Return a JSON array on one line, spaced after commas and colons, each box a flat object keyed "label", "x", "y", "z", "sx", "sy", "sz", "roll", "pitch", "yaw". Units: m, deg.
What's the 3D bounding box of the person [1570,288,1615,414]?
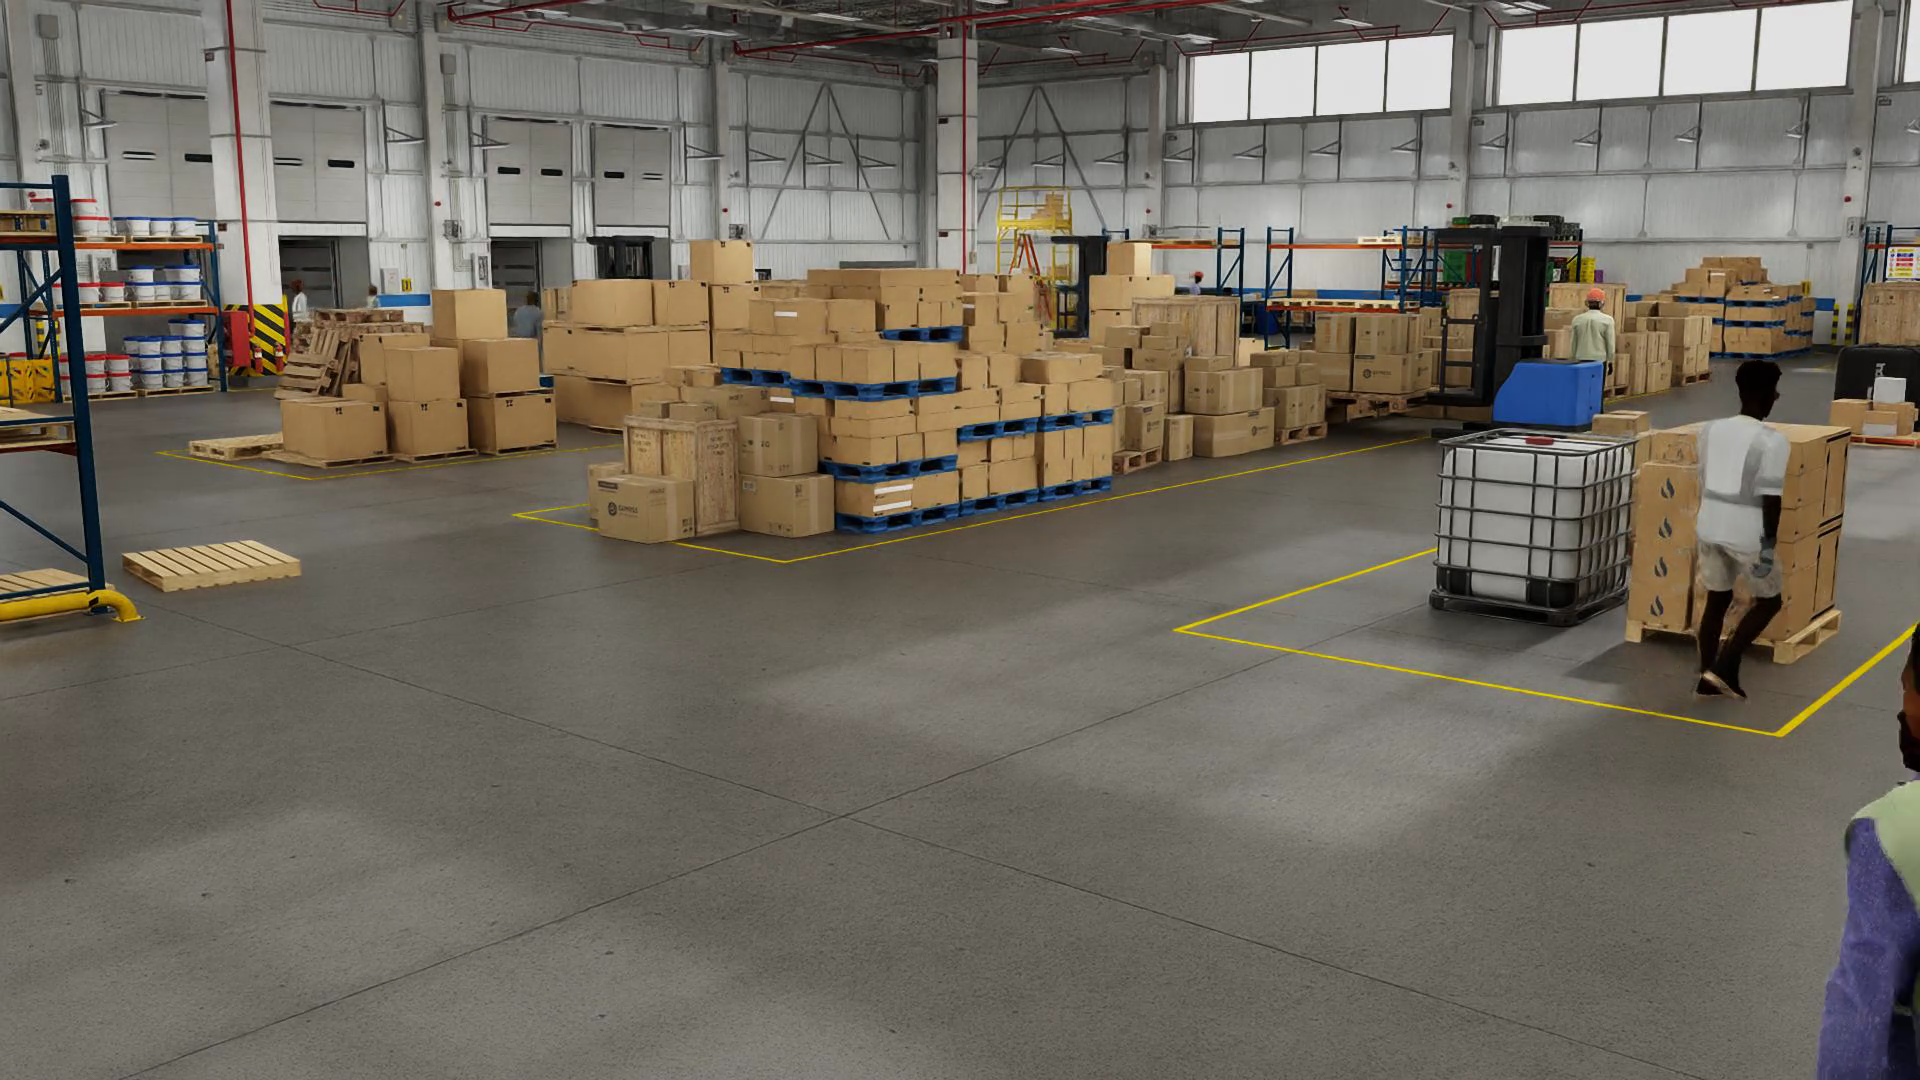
[{"label": "person", "x": 8.775, "y": -2.489, "z": 23.081, "sx": 0.611, "sy": 1.995, "sz": 0.375, "roll": 8, "pitch": 13, "yaw": 39}]

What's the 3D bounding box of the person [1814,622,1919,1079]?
[{"label": "person", "x": 1.872, "y": 1.079, "z": 3.079, "sx": 0.603, "sy": 1.893, "sz": 0.569, "roll": -5, "pitch": 11, "yaw": -25}]

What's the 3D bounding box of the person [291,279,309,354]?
[{"label": "person", "x": -14.348, "y": -4.747, "z": 36.312, "sx": 0.543, "sy": 1.872, "sz": 0.580, "roll": -7, "pitch": 12, "yaw": -33}]

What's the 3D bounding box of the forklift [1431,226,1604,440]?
[{"label": "forklift", "x": 7.339, "y": -2.688, "z": 21.696, "sx": 1.873, "sy": 2.768, "sz": 1.129, "roll": 8, "pitch": 13, "yaw": 40}]

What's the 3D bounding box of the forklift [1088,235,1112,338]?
[{"label": "forklift", "x": 3.182, "y": -5.589, "z": 38.215, "sx": 1.873, "sy": 2.768, "sz": 1.129, "roll": 2, "pitch": 10, "yaw": 13}]

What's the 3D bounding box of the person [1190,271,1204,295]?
[{"label": "person", "x": 6.702, "y": -6.605, "z": 46.776, "sx": 0.702, "sy": 1.896, "sz": 0.610, "roll": 3, "pitch": 10, "yaw": 17}]

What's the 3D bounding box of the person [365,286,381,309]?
[{"label": "person", "x": -14.661, "y": -5.525, "z": 41.452, "sx": 0.514, "sy": 1.611, "sz": 0.752, "roll": 6, "pitch": 12, "yaw": 30}]

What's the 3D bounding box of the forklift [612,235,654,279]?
[{"label": "forklift", "x": -7.300, "y": -5.450, "z": 37.421, "sx": 1.873, "sy": 2.768, "sz": 1.129, "roll": 8, "pitch": 13, "yaw": 40}]

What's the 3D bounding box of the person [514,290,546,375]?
[{"label": "person", "x": -6.802, "y": -3.031, "z": 26.493, "sx": 0.632, "sy": 1.875, "sz": 1.020, "roll": 4, "pitch": 11, "yaw": 23}]

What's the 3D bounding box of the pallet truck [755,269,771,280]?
[{"label": "pallet truck", "x": -4.996, "y": -6.432, "z": 45.525, "sx": 1.885, "sy": 1.965, "sz": 0.823, "roll": -6, "pitch": 12, "yaw": -32}]

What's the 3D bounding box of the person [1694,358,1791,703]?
[{"label": "person", "x": 4.347, "y": -0.037, "z": 9.264, "sx": 0.411, "sy": 1.951, "sz": 0.621, "roll": -5, "pitch": 11, "yaw": -25}]
